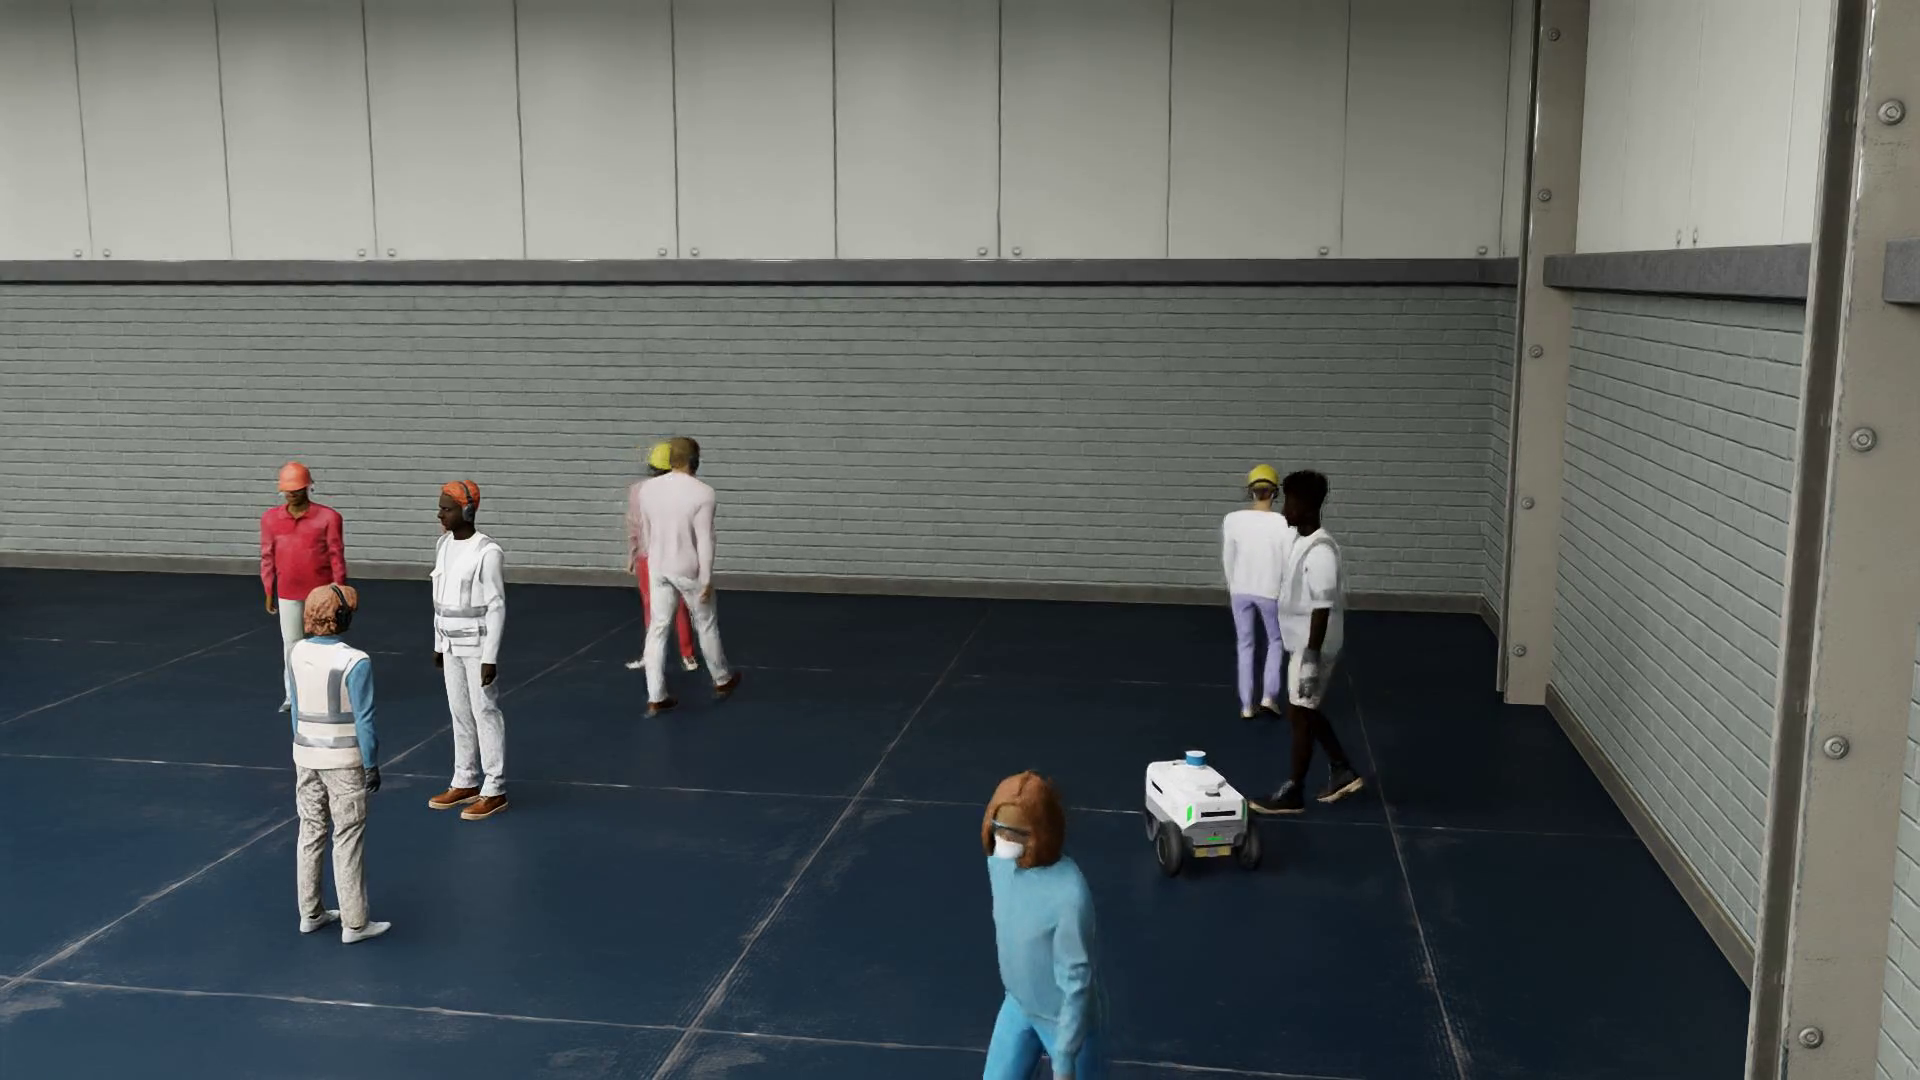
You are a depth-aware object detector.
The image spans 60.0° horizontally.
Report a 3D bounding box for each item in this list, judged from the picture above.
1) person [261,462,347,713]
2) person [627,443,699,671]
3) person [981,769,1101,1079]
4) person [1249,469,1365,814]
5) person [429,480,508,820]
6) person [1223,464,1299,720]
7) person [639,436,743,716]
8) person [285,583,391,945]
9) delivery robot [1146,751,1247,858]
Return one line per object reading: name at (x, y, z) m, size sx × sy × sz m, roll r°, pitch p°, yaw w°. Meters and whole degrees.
person at (-4.501, 0.327, 11.398) m, size 0.570 × 1.743 × 0.353 m, roll -1°, pitch 9°, yaw -3°
person at (-2.263, 0.139, 12.575) m, size 0.608 × 1.740 × 0.349 m, roll 3°, pitch 10°, yaw 15°
person at (0.234, 1.442, 4.946) m, size 0.765 × 1.596 × 0.519 m, roll -7°, pitch 11°, yaw -36°
person at (1.954, 0.575, 9.253) m, size 0.540 × 1.969 × 0.655 m, roll 0°, pitch 9°, yaw 3°
person at (-2.744, 0.605, 9.254) m, size 0.576 × 1.882 × 0.355 m, roll 8°, pitch 12°, yaw 39°
person at (2.026, 0.353, 11.205) m, size 0.546 × 1.742 × 0.440 m, roll 4°, pitch 10°, yaw 23°
person at (-1.900, 0.221, 11.575) m, size 0.645 × 1.892 × 0.959 m, roll 4°, pitch 10°, yaw 21°
person at (-2.839, 1.009, 7.543) m, size 0.513 × 1.630 × 0.317 m, roll 5°, pitch 10°, yaw 27°
delivery robot at (1.212, 1.330, 8.574) m, size 0.477 × 0.478 × 0.707 m, roll -2°, pitch 9°, yaw -11°
